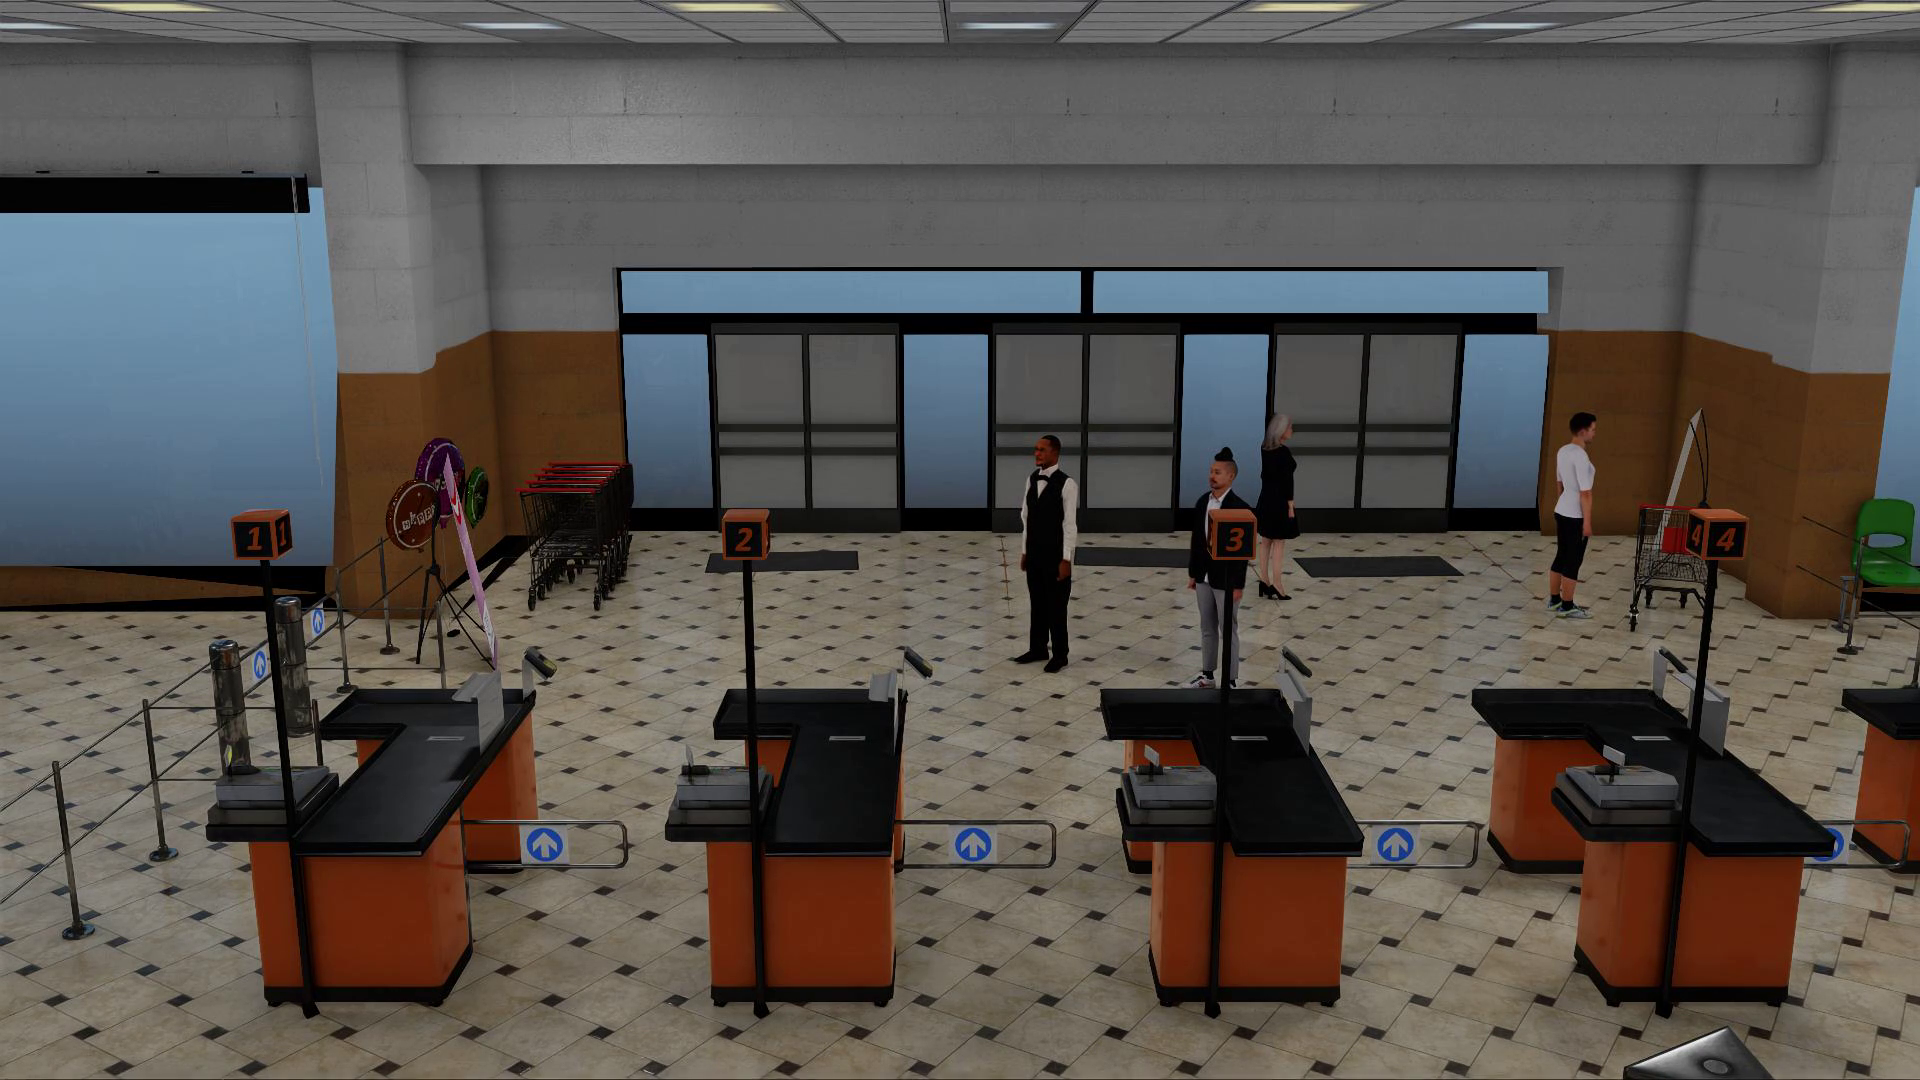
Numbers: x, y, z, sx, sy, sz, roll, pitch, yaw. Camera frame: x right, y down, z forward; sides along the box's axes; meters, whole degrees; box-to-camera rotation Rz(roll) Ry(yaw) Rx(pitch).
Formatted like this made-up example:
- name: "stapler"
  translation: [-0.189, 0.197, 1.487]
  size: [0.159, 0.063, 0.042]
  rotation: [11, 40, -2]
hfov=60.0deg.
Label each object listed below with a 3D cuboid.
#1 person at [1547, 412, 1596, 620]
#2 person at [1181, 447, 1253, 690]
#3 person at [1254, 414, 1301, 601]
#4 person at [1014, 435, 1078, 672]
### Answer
- name: "person"
  translation: [5.514, -0.235, 14.975]
  size: [0.748, 1.854, 0.528]
  rotation: [-1, 14, -5]
- name: "person"
  translation: [2.000, 0.248, 12.781]
  size: [0.859, 1.950, 0.761]
  rotation: [-10, 17, -36]
- name: "person"
  translation: [2.959, -0.314, 15.527]
  size: [0.747, 1.748, 0.641]
  rotation: [-7, 15, -25]
- name: "person"
  translation: [0.722, 0.090, 13.499]
  size: [0.769, 1.919, 0.827]
  rotation: [13, 19, 43]
